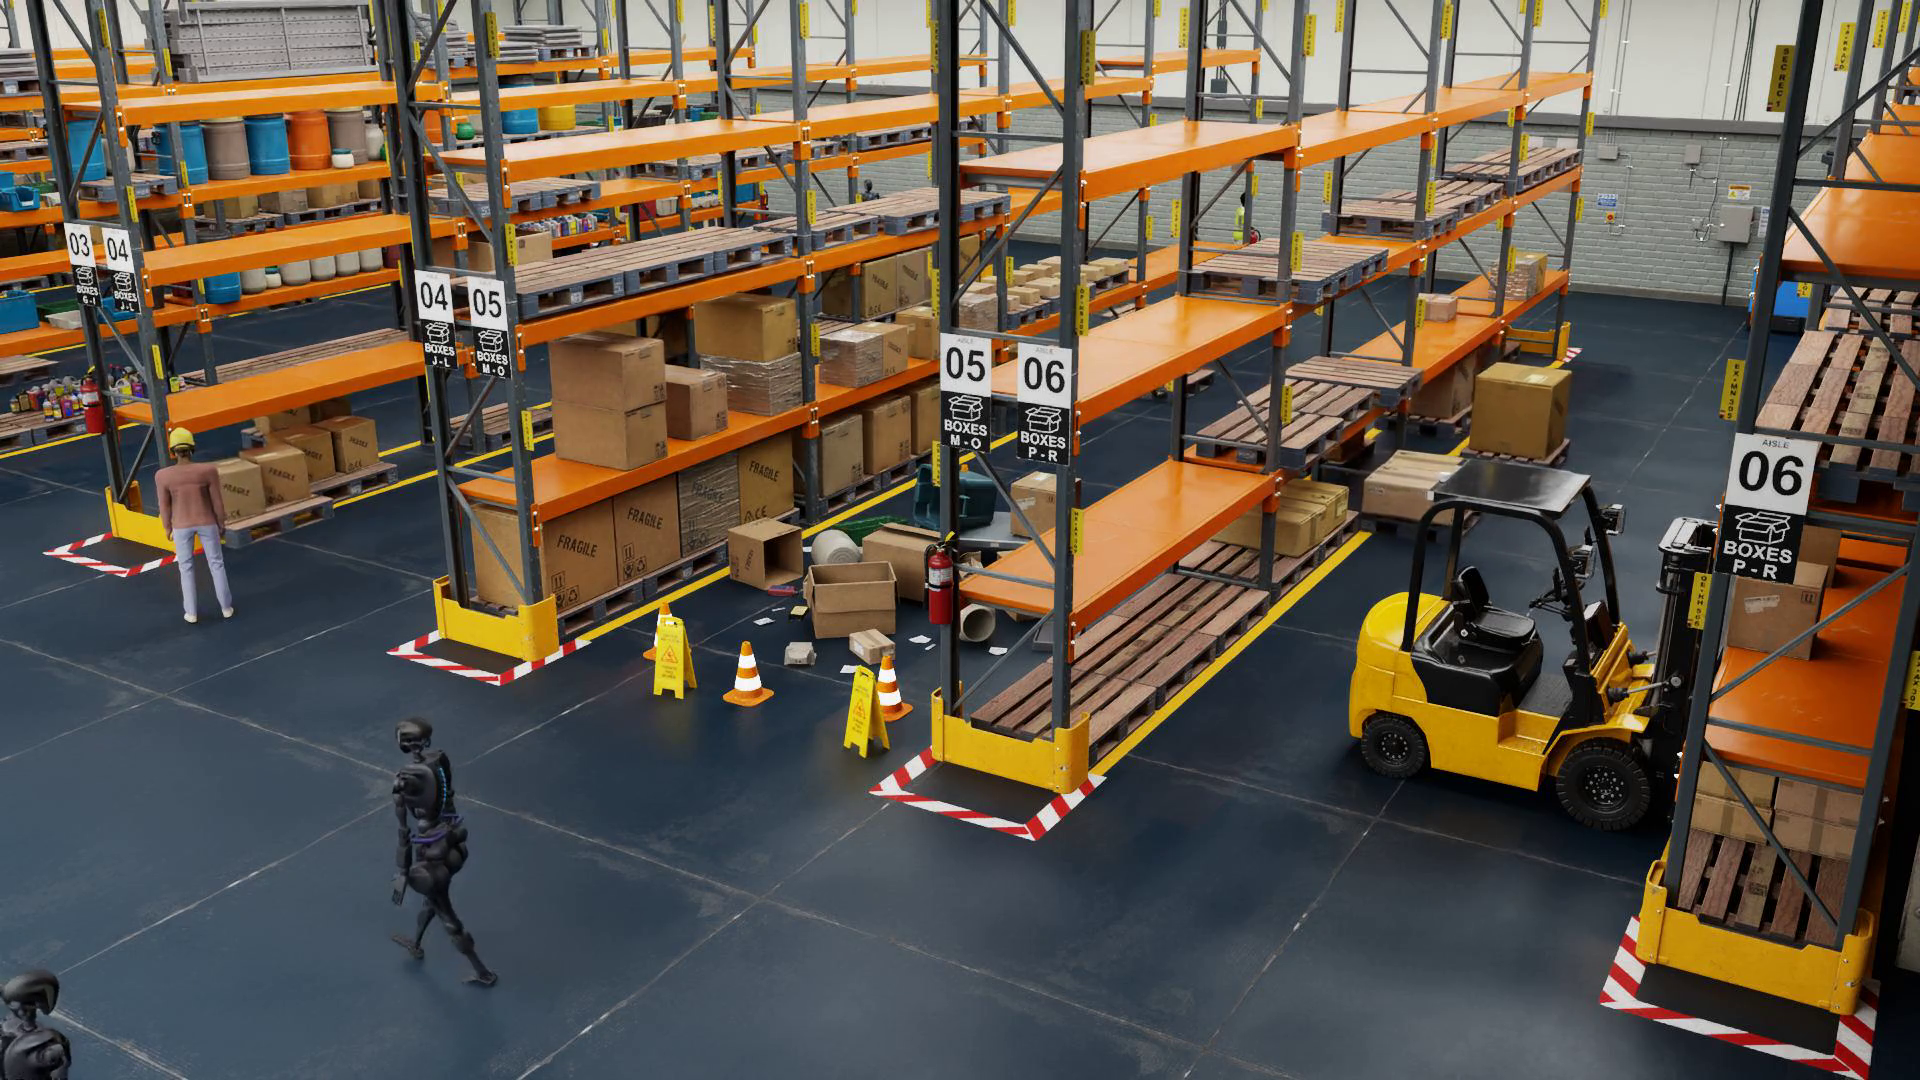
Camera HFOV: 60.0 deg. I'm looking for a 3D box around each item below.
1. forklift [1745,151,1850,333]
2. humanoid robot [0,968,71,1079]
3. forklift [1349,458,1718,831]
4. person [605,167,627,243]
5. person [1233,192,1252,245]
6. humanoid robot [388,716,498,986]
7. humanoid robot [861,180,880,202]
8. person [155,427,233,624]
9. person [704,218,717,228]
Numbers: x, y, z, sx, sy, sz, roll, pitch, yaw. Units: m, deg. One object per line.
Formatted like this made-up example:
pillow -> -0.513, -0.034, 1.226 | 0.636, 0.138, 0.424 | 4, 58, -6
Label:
forklift -> 13.620, -4.667, 26.137 | 1.873, 2.768, 1.129 | 11, 22, 29
humanoid robot -> -3.973, 2.611, 7.029 | 0.595, 1.627, 0.715 | 13, 23, 34
forklift -> 3.988, 0.658, 11.776 | 2.313, 2.155, 1.214 | 11, 22, 29
person -> -7.125, -7.119, 34.875 | 0.657, 1.765, 0.539 | 11, 22, 28
person -> 5.158, -5.511, 30.375 | 0.320, 1.685, 0.540 | -1, 19, -2
humanoid robot -> -3.037, 1.764, 9.413 | 0.759, 1.633, 0.591 | 5, 20, 13
humanoid robot -> -1.731, -6.175, 32.341 | 0.589, 1.636, 0.641 | -10, 21, -27
person -> -6.783, -0.134, 14.728 | 0.519, 1.758, 0.339 | -9, 21, -25
person -> -5.235, -7.063, 34.865 | 0.491, 1.688, 0.347 | -6, 20, -18
